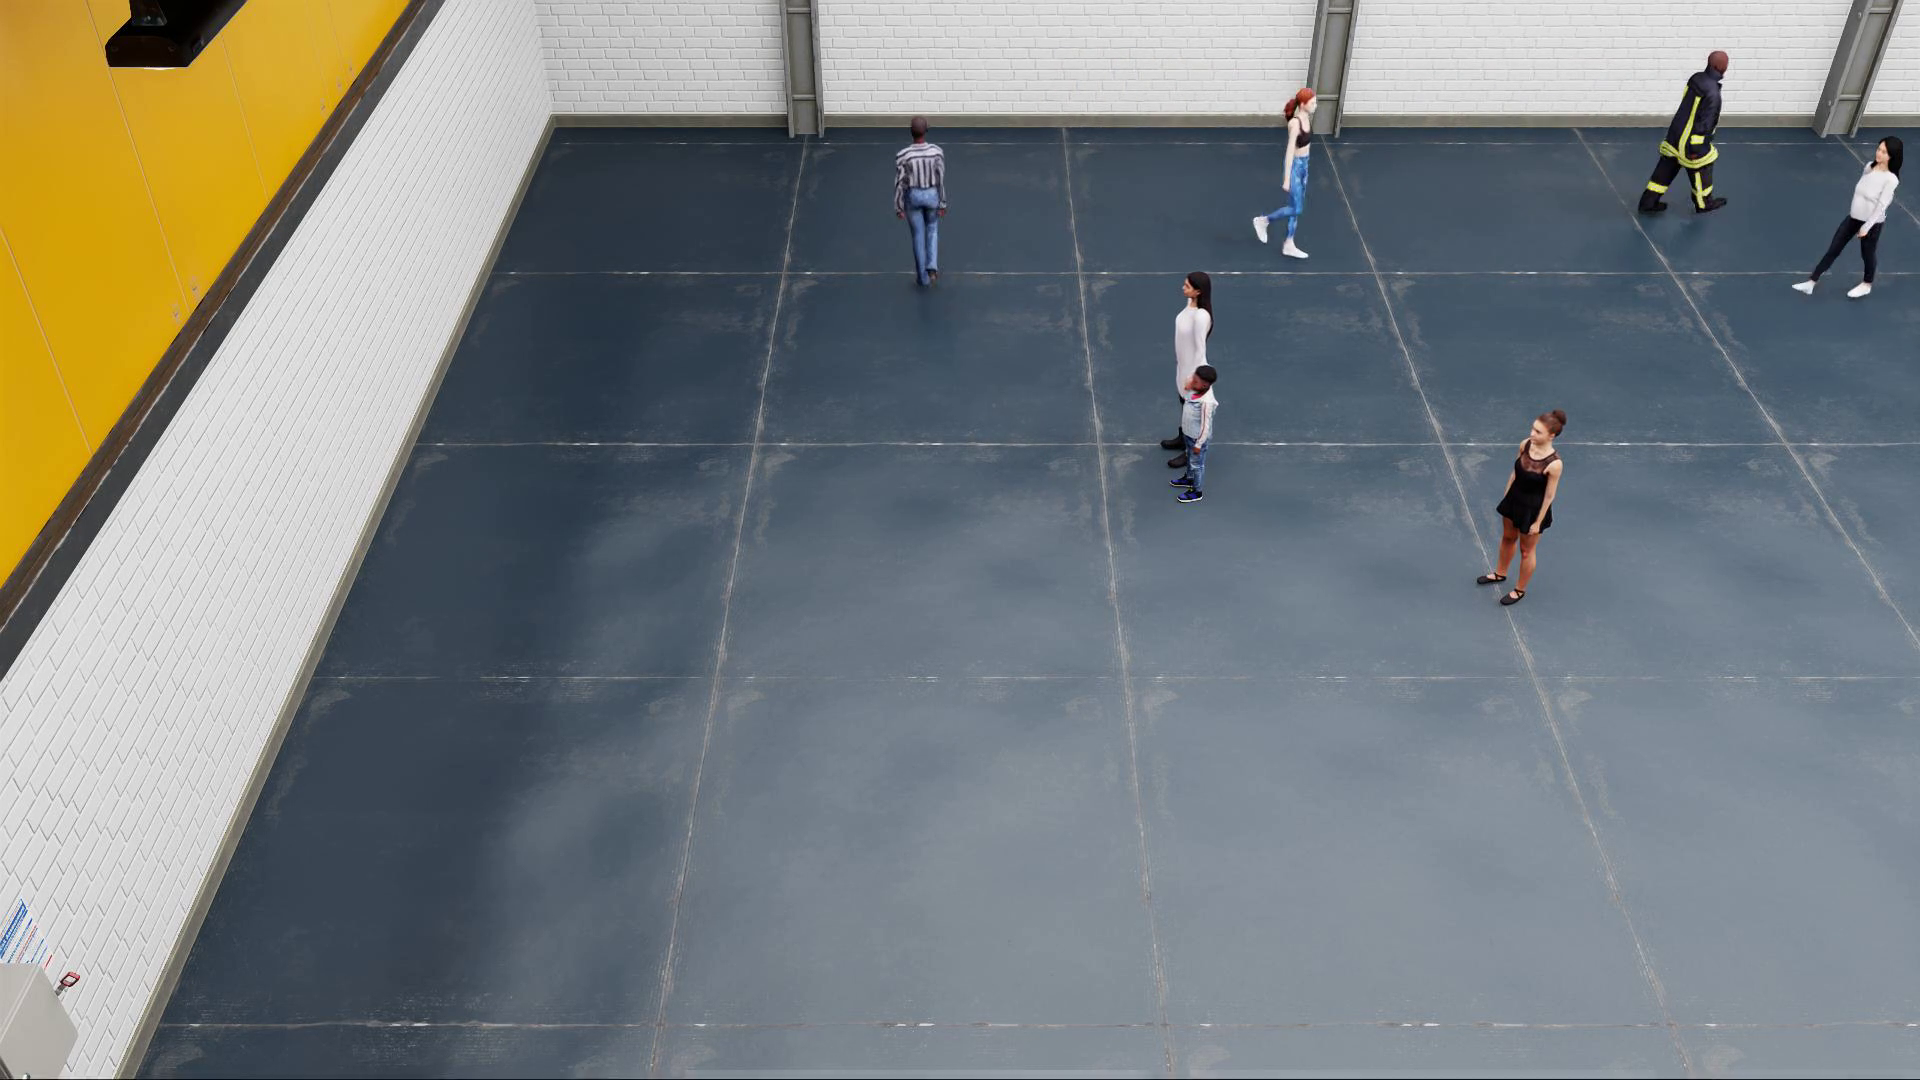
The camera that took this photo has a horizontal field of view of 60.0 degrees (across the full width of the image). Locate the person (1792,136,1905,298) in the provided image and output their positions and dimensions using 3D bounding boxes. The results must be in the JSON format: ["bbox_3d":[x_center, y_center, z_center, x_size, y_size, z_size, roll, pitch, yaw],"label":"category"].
[{"bbox_3d":[8.774,-3.060,15.966,1.135,1.662,0.822,-11,40,-13],"label":"person"}]

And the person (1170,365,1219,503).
[{"bbox_3d":[1.940,-0.894,13.575,0.525,1.262,0.505,-5,39,-7],"label":"person"}]

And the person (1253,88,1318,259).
[{"bbox_3d":[3.281,-3.676,16.645,0.947,1.776,0.809,19,42,22],"label":"person"}]

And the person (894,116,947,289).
[{"bbox_3d":[-0.343,-3.191,16.034,0.633,1.782,0.784,-9,40,-11],"label":"person"}]

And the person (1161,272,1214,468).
[{"bbox_3d":[1.921,-1.424,13.801,0.533,1.807,0.625,-3,39,-4],"label":"person"}]

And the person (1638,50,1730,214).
[{"bbox_3d":[7.525,-4.207,17.304,1.132,1.784,0.795,-3,39,-4],"label":"person"}]

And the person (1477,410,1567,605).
[{"bbox_3d":[4.247,-0.257,12.446,0.680,1.675,0.664,-16,41,-19],"label":"person"}]
